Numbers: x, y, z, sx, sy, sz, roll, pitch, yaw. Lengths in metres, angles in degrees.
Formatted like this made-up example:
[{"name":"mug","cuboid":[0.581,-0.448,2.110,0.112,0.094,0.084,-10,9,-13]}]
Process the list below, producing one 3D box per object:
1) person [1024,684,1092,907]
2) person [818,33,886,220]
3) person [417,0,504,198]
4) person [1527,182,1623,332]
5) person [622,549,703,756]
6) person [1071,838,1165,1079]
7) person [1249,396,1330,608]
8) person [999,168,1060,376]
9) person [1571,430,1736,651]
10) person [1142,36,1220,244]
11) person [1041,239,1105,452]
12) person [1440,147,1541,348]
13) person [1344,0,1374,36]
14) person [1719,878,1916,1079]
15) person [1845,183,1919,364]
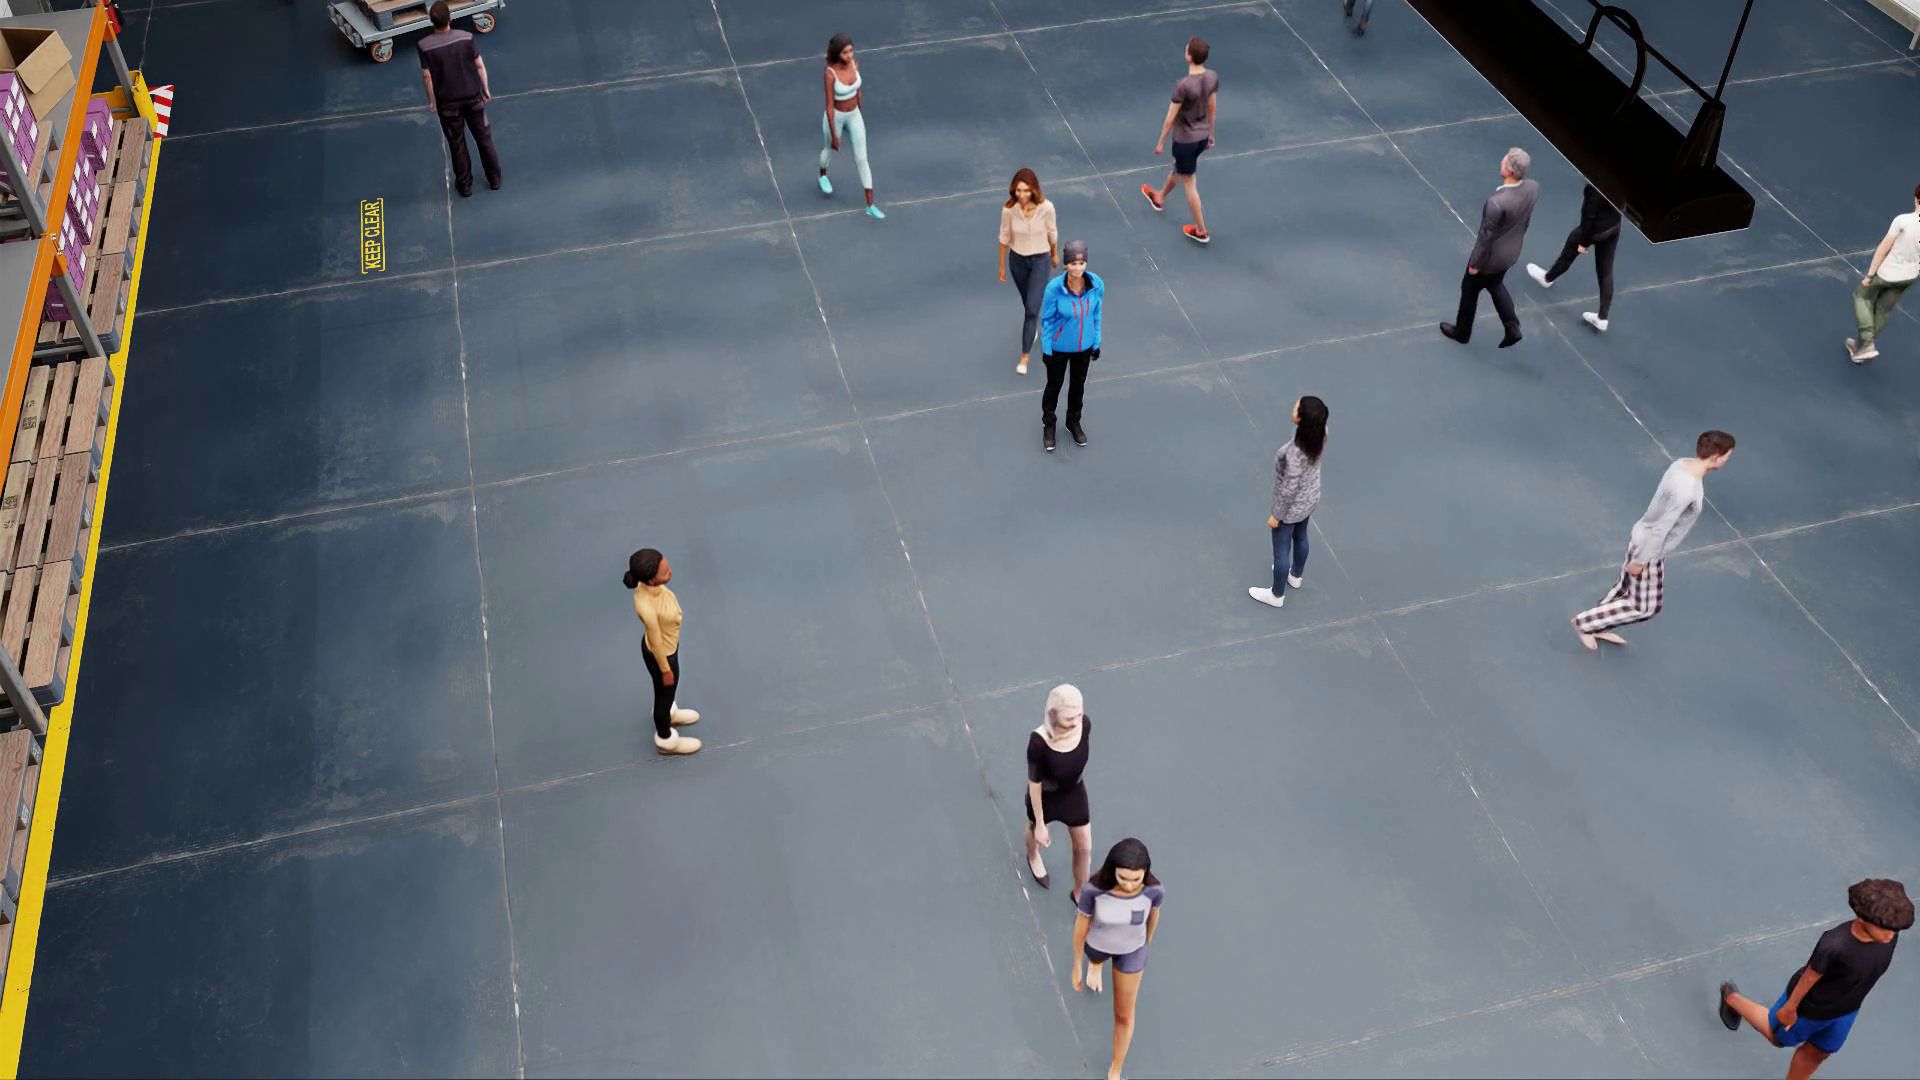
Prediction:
[{"name":"person","cuboid":[0.484,1.382,9.407,0.702,1.808,0.915,-20,47,-20]},{"name":"person","cuboid":[-1.098,-3.745,14.887,0.886,1.673,1.253,-27,50,-25]},{"name":"person","cuboid":[-4.517,-3.984,15.012,0.745,1.846,0.630,-16,46,-16]},{"name":"person","cuboid":[5.265,-2.441,13.548,0.905,1.630,1.230,-23,48,-22]},{"name":"person","cuboid":[-1.854,0.675,10.257,0.661,1.659,0.498,-6,44,-6]},{"name":"person","cuboid":[0.800,2.066,8.782,0.859,1.680,1.235,2,44,2]},{"name":"person","cuboid":[2.258,-0.268,11.193,0.706,1.733,0.689,31,51,28]},{"name":"person","cuboid":[0.569,-2.260,13.279,0.950,1.739,1.186,7,44,7]},{"name":"person","cuboid":[4.442,0.031,10.825,0.962,1.808,0.910,23,48,22]},{"name":"person","cuboid":[2.044,-3.423,14.455,0.983,1.802,1.249,-30,51,-27]},{"name":"person","cuboid":[0.816,-1.454,12.392,0.619,1.796,0.519,-8,44,-9]},{"name":"person","cuboid":[4.311,-2.262,13.223,0.927,1.821,1.072,-26,50,-25]},{"name":"person","cuboid":[4.293,-5.980,17.514,0.701,1.285,0.952,2,44,2]},{"name":"person","cuboid":[4.368,2.258,8.513,0.596,1.773,1.040,-11,45,-11]},{"name":"person","cuboid":[7.393,-2.046,13.124,0.697,1.644,0.805,2,44,2]}]
